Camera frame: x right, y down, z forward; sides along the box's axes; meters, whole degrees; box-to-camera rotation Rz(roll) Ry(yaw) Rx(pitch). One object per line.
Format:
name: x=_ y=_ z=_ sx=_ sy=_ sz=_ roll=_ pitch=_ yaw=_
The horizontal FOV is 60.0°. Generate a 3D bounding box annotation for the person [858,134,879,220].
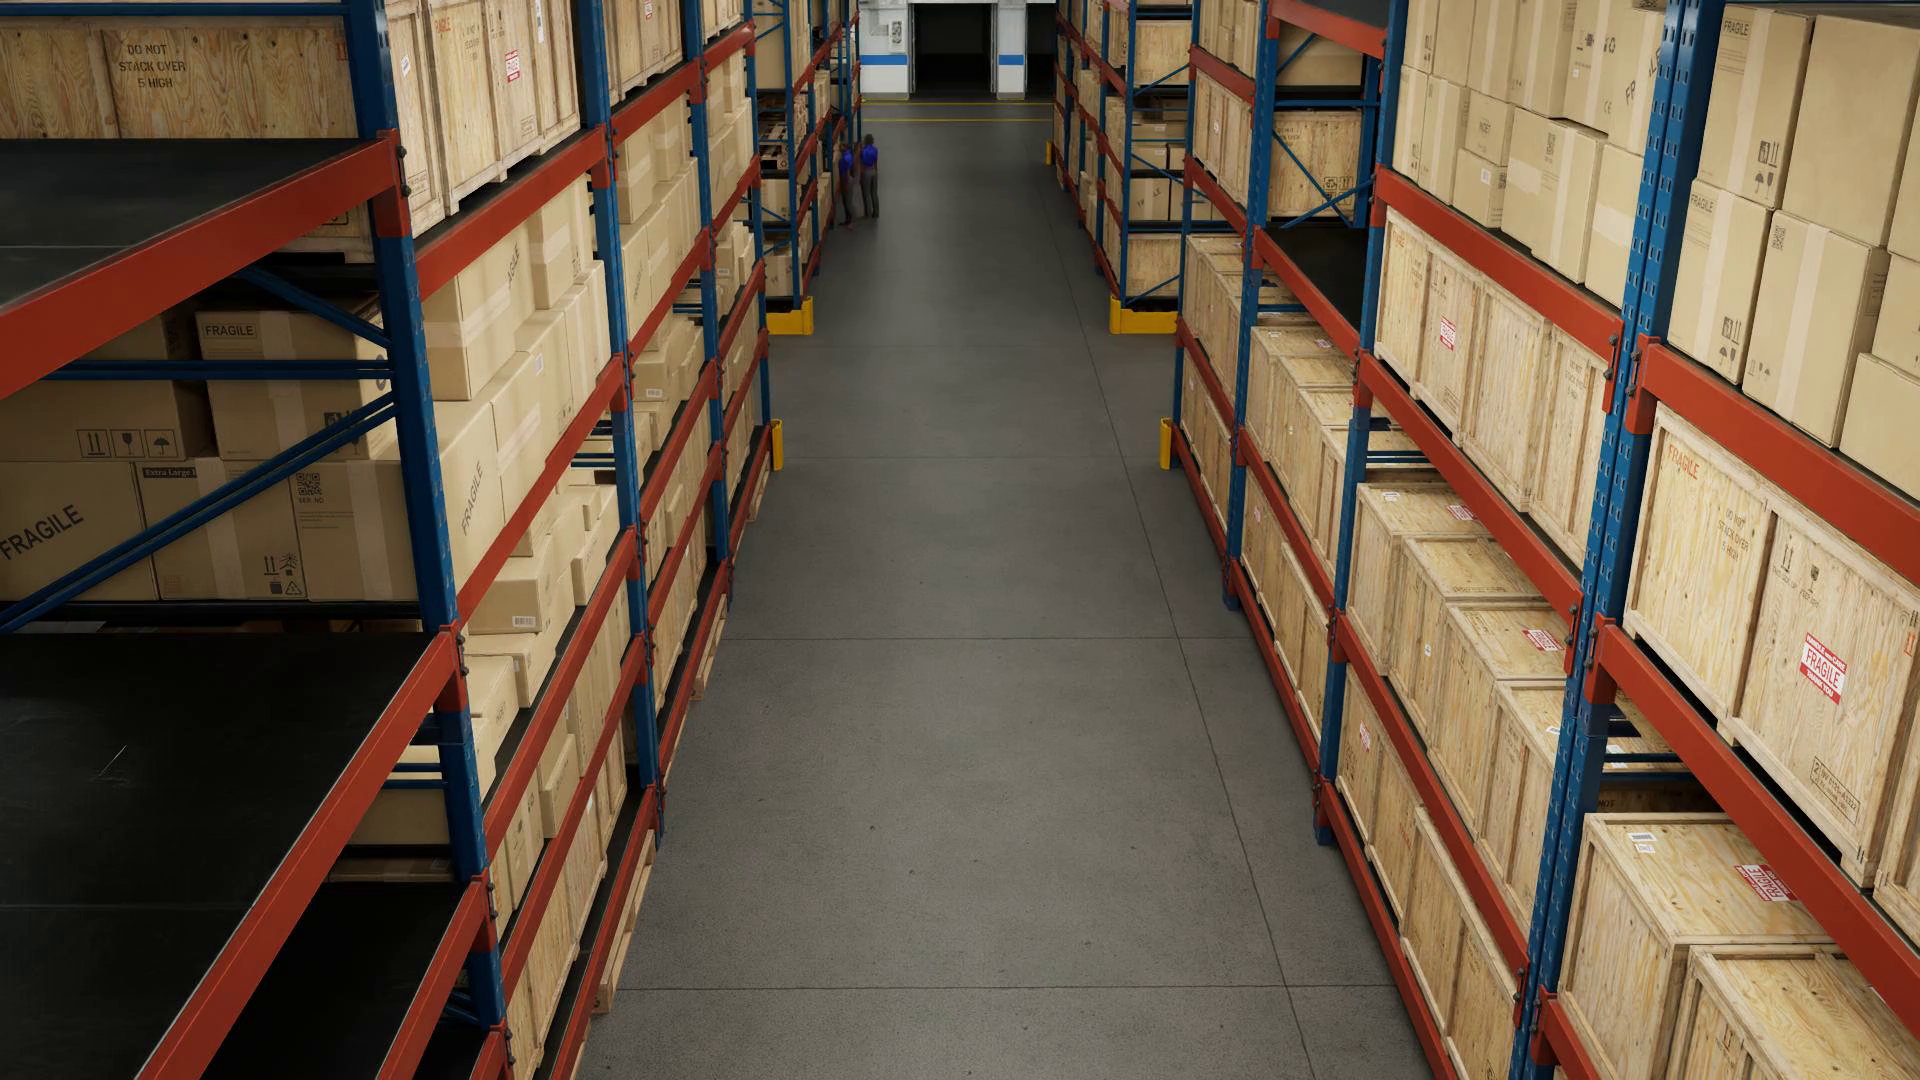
person: x=-1.811 y=-7.171 z=32.798 sx=0.308 sy=1.658 sz=0.446 roll=17 pitch=27 yaw=36

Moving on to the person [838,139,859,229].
person: x=-2.174 y=-6.872 z=32.063 sx=0.412 sy=1.670 sz=0.478 roll=-1 pitch=22 yaw=-1
